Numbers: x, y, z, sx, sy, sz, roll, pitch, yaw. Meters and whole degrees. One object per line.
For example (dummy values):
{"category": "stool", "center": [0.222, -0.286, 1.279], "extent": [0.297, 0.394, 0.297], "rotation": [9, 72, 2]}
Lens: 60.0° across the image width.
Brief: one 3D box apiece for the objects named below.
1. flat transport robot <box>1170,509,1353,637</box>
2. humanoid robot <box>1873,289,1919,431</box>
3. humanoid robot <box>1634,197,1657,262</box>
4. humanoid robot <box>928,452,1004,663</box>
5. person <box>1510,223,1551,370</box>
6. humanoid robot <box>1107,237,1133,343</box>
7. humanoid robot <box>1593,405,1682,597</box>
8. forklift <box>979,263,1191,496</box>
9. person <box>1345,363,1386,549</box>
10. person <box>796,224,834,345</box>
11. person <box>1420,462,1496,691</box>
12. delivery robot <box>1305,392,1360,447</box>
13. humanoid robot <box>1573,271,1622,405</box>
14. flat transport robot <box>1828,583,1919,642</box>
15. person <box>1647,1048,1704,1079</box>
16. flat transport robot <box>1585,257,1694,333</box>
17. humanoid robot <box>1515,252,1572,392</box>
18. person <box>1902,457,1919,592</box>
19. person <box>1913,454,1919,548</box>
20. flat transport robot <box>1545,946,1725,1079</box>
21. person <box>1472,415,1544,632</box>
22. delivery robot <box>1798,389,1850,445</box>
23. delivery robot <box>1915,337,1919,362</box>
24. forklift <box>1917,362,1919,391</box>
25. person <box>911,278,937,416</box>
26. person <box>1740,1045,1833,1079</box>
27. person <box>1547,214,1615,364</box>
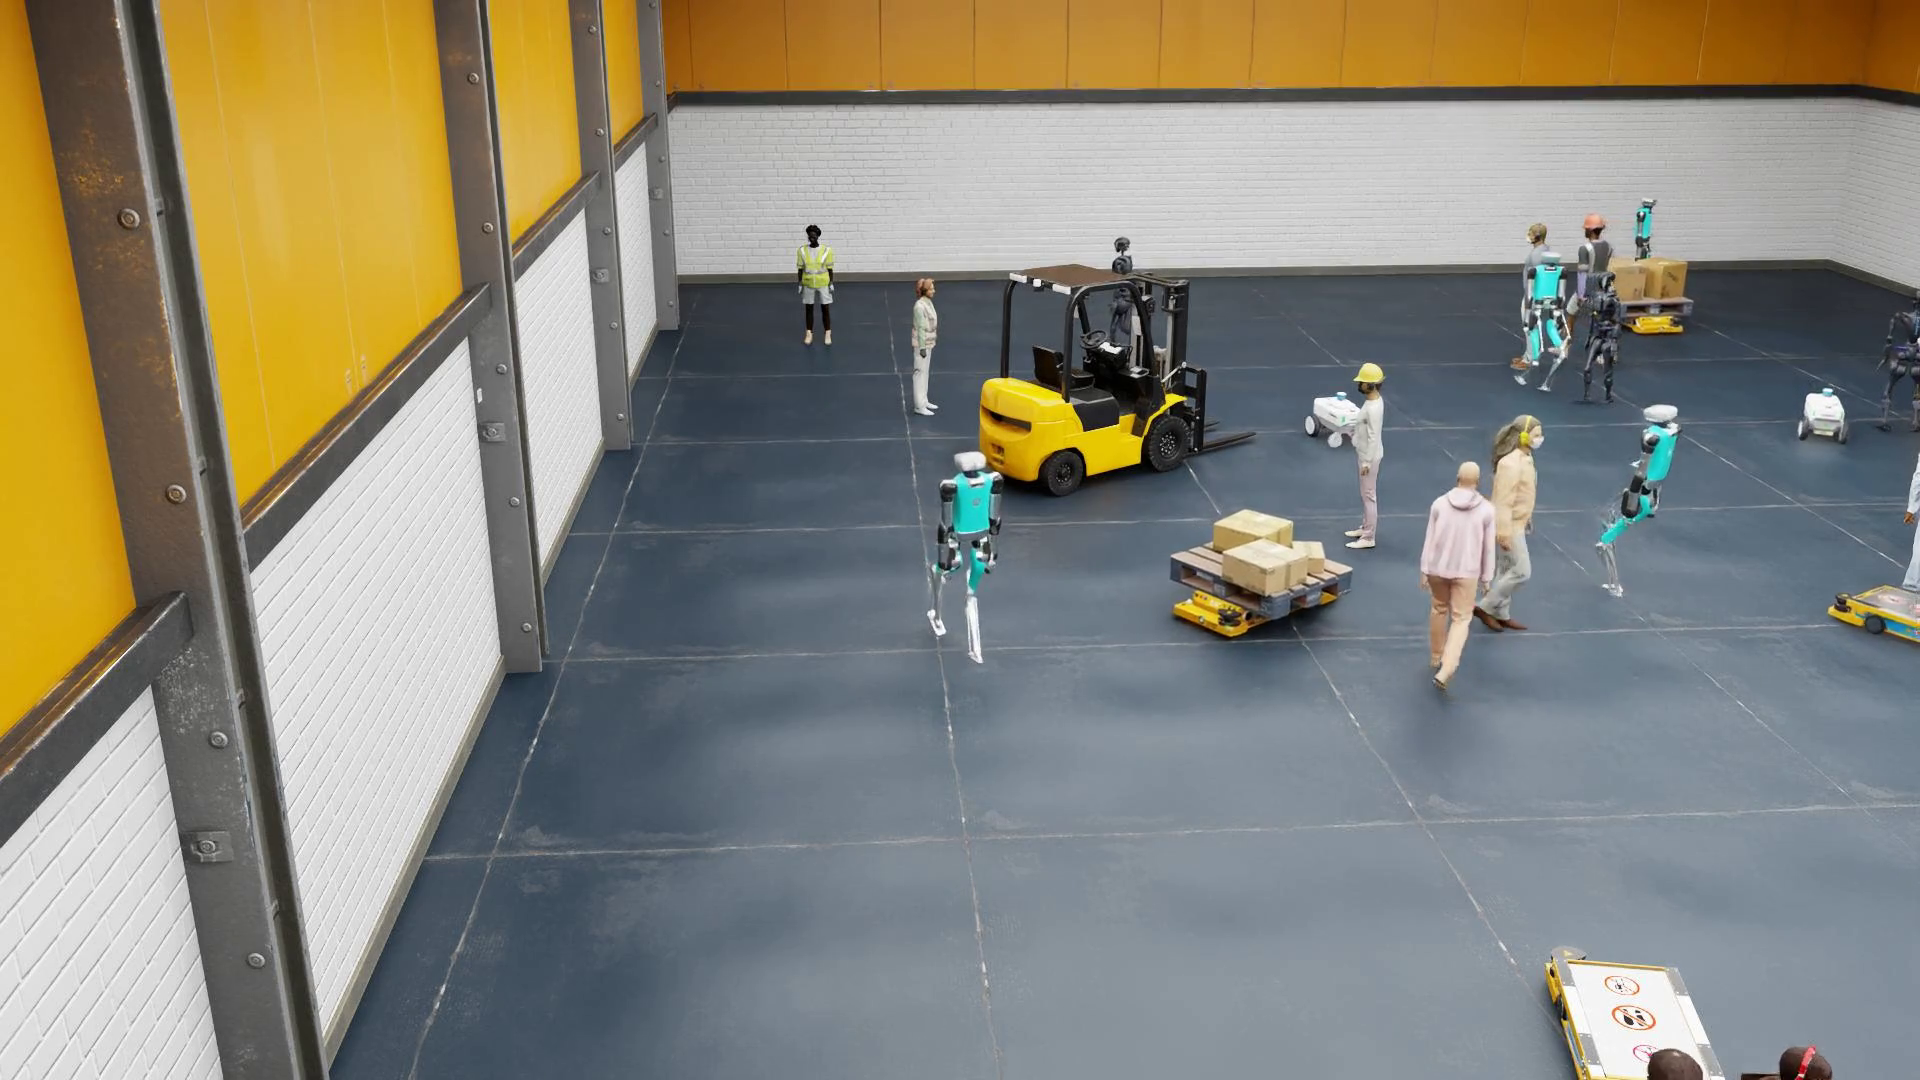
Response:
{"category": "flat transport robot", "center": [2.567, 0.486, 14.303], "extent": [1.431, 0.231, 0.659], "rotation": [-15, 25, -36]}
{"category": "humanoid robot", "center": [10.970, -2.079, 19.238], "extent": [0.601, 1.637, 0.385], "rotation": [5, 21, 15]}
{"category": "humanoid robot", "center": [10.448, -4.253, 25.073], "extent": [0.665, 1.789, 0.542], "rotation": [12, 23, 29]}
{"category": "humanoid robot", "center": [-0.055, 0.056, 13.407], "extent": [0.534, 1.776, 0.976], "rotation": [-9, 22, -23]}
{"category": "person", "center": [7.563, -3.212, 21.959], "extent": [0.356, 1.936, 0.635], "rotation": [9, 22, 23]}
{"category": "humanoid robot", "center": [2.256, -3.284, 22.565], "extent": [0.608, 1.639, 0.611], "rotation": [6, 21, 16]}
{"category": "humanoid robot", "center": [5.766, -0.334, 14.438], "extent": [0.538, 1.814, 0.704], "rotation": [-17, 26, -39]}
{"category": "forklift", "center": [1.315, -1.764, 17.646], "extent": [2.313, 2.155, 1.214], "rotation": [-14, 24, -33]}
{"category": "person", "center": [3.801, -0.789, 15.603], "extent": [0.324, 1.766, 0.532], "rotation": [4, 21, 12]}
{"category": "person", "center": [-2.023, -3.577, 23.308], "extent": [0.534, 1.693, 0.320], "rotation": [2, 20, 4]}
{"category": "person", "center": [3.794, 0.276, 12.746], "extent": [0.552, 1.739, 0.837], "rotation": [10, 22, 24]}
{"category": "delivery robot", "center": [4.320, -1.394, 18.990], "extent": [0.520, 0.582, 0.732], "rotation": [-6, 21, -17]}
{"category": "humanoid robot", "center": [7.846, -2.460, 20.312], "extent": [0.553, 1.635, 0.611], "rotation": [-6, 21, -15]}
{"category": "flat transport robot", "center": [8.032, 0.703, 13.712], "extent": [0.659, 0.231, 1.431], "rotation": [-13, 24, -31]}
{"category": "person", "center": [2.552, 2.683, 6.177], "extent": [0.490, 1.757, 0.688], "rotation": [-2, 20, -6]}
{"category": "flat transport robot", "center": [10.021, -3.311, 24.649], "extent": [0.659, 0.231, 1.431], "rotation": [-3, 20, -8]}
{"category": "humanoid robot", "center": [7.385, -2.682, 20.825], "extent": [0.541, 1.754, 0.905], "rotation": [-2, 20, -4]}
{"category": "person", "center": [8.263, -0.249, 13.915], "extent": [0.595, 1.916, 0.375], "rotation": [15, 25, 35]}
{"category": "person", "center": [9.199, -0.774, 15.418], "extent": [0.811, 1.866, 0.405], "rotation": [-7, 21, -19]}
{"category": "flat transport robot", "center": [3.477, 2.598, 8.549], "extent": [0.659, 0.231, 1.431], "rotation": [3, 20, 8]}
{"category": "person", "center": [4.548, -0.130, 13.675], "extent": [0.459, 1.866, 0.569], "rotation": [10, 22, 25]}
{"category": "delivery robot", "center": [9.929, -1.441, 19.113], "extent": [0.499, 0.577, 0.769], "rotation": [7, 21, 19]}
{"category": "delivery robot", "center": [13.127, -2.565, 22.226], "extent": [0.525, 0.612, 0.784], "rotation": [0, 20, 0]}
{"category": "forklift", "center": [12.602, -2.435, 19.475], "extent": [2.313, 2.155, 1.214], "rotation": [-1, 20, -4]}
{"category": "person", "center": [-0.428, -2.331, 19.982], "extent": [0.311, 1.641, 0.512], "rotation": [3, 20, 9]}
{"category": "person", "center": [3.107, 2.638, 6.437], "extent": [0.345, 1.644, 0.487], "rotation": [16, 26, 38]}
{"category": "person", "center": [8.481, -3.373, 22.340], "extent": [0.623, 1.995, 1.067], "rotation": [-10, 22, -25]}
